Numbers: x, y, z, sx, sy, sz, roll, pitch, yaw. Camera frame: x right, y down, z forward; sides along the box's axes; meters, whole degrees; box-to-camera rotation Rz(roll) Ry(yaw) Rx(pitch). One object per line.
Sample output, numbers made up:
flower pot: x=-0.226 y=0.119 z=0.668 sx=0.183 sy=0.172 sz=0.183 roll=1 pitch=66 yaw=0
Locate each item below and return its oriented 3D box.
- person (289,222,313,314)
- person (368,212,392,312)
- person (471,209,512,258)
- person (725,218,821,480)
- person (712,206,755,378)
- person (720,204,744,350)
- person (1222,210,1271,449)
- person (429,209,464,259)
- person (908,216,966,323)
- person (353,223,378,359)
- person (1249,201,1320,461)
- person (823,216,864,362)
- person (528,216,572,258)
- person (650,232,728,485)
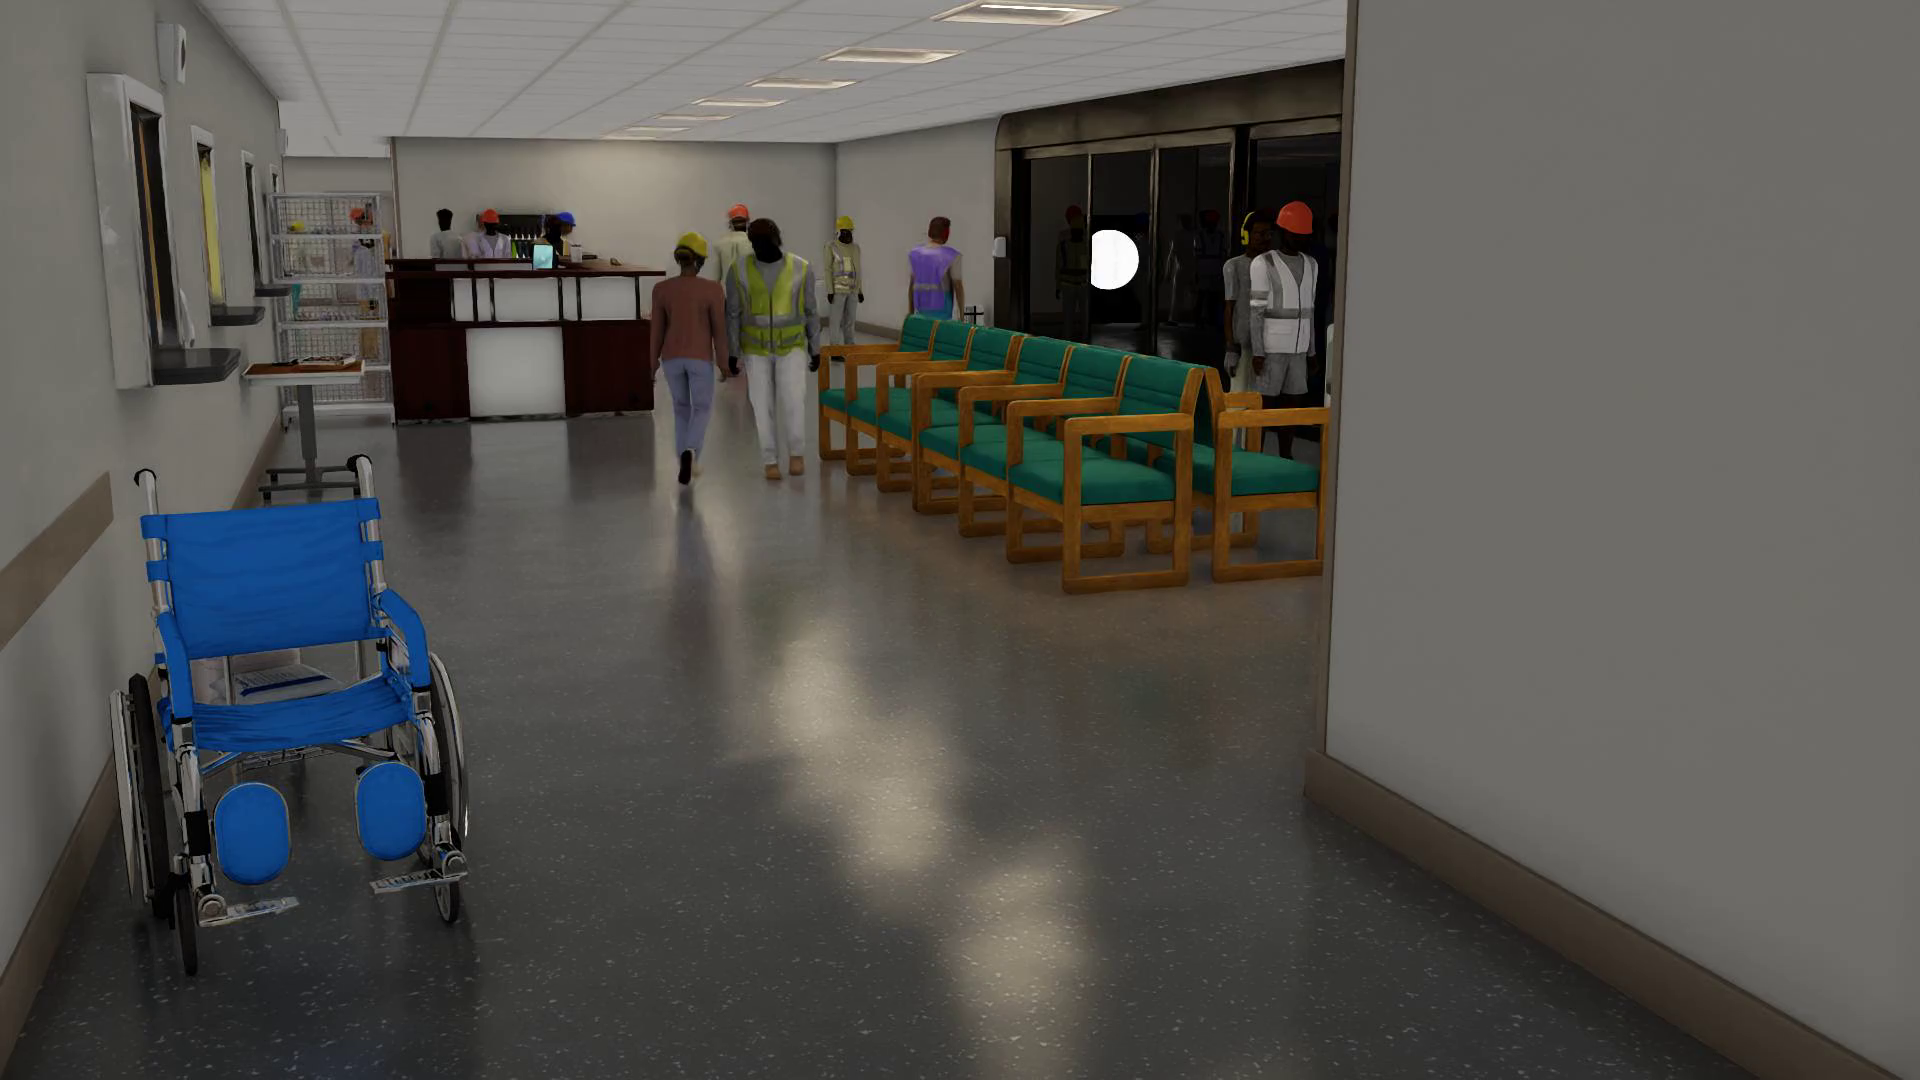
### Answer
person: x=-11.625 y=-4.683 z=29.077 sx=0.540 sy=1.724 sz=0.647 roll=1 pitch=11 yaw=4
person: x=-11.221 y=-5.377 z=32.092 sx=0.349 sy=1.942 sz=0.545 roll=10 pitch=15 yaw=41
person: x=-6.508 y=-3.640 z=23.218 sx=0.545 sy=1.931 sz=0.381 roll=-5 pitch=12 yaw=-25
person: x=-1.300 y=-1.314 z=11.560 sx=0.665 sy=1.818 sz=0.464 roll=-1 pitch=11 yaw=-3
person: x=-2.500 y=-2.750 z=18.600 sx=0.625 sy=1.956 sz=0.842 roll=2 pitch=11 yaw=12
person: x=-3.061 y=-3.610 z=22.898 sx=0.390 sy=1.990 sz=0.610 roll=4 pitch=12 yaw=20
person: x=1.997 y=-1.303 z=11.371 sx=0.513 sy=1.872 sz=0.328 roll=-10 pitch=15 yaw=-41
person: x=-7.424 y=-3.832 z=24.199 sx=0.468 sy=1.938 sz=0.608 roll=9 pitch=14 yaw=40
person: x=-0.227 y=-2.230 z=16.239 sx=0.593 sy=1.825 sz=0.455 roll=7 pitch=13 yaw=31
person: x=-7.264 y=-3.020 z=20.480 sx=0.343 sy=1.748 sz=0.571 roll=-6 pitch=13 yaw=-29
person: x=2.193 y=-1.293 z=11.171 sx=0.542 sy=1.928 sz=0.374 roll=-6 pitch=13 yaw=-28
person: x=-1.456 y=-3.185 z=21.120 sx=0.589 sy=1.834 sz=0.403 roll=-11 pitch=15 yaw=-44
person: x=-5.006 y=-3.079 z=20.591 sx=0.429 sy=1.835 sz=0.630 roll=9 pitch=14 yaw=40
person: x=-1.873 y=-1.227 z=11.342 sx=0.559 sy=1.734 sz=0.719 roll=2 pitch=11 yaw=9
